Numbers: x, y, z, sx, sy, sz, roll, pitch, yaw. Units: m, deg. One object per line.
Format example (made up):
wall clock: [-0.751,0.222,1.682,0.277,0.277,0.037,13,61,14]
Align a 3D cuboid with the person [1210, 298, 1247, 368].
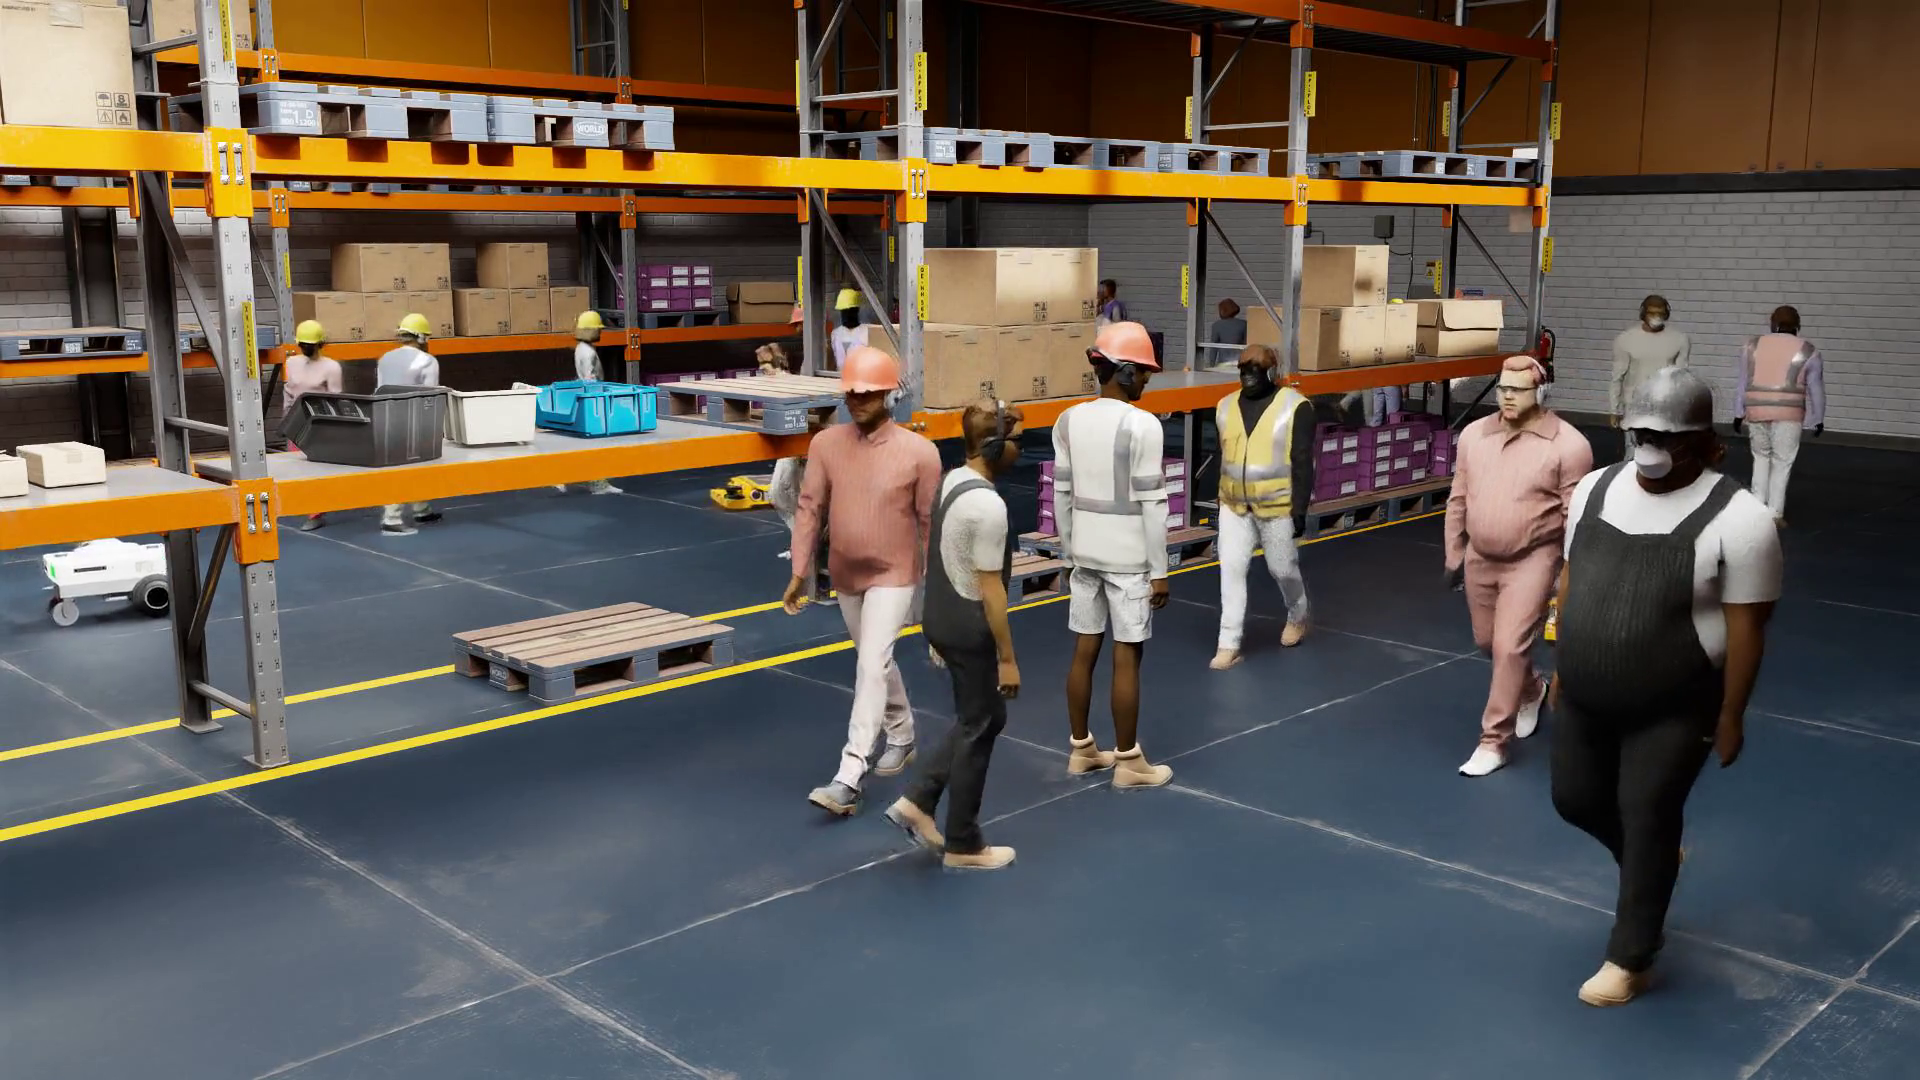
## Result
person: [3.421,-2.241,20.994,0.524,1.617,0.408,1,10,5]

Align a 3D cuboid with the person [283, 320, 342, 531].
person: [-5.272,-0.936,13.579,0.592,1.727,0.494,3,11,15]

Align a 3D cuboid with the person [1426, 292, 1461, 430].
person: [5.045,-1.699,17.386,0.406,1.872,0.577,5,12,26]

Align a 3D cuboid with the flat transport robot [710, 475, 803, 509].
flat transport robot: [-1.480,-0.465,15.008,1.431,0.197,0.652,-4,11,-21]

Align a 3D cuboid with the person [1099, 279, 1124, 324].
person: [1.922,-2.579,22.345,0.891,1.802,0.583,0,10,0]

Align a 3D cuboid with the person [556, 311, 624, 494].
person: [-3.471,-1.251,15.337,0.612,1.723,0.486,-3,11,-18]

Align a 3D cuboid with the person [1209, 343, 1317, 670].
person: [1.732,-0.212,9.436,0.629,1.819,0.848,7,12,33]

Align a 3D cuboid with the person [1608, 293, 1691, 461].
person: [5.855,-1.135,14.165,0.654,1.920,0.429,2,11,10]

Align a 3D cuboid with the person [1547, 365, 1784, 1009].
person: [2.212,0.431,5.292,0.701,2.000,0.684,-7,13,-34]

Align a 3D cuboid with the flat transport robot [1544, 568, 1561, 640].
flat transport robot: [4.001,0.402,10.280,0.652,0.197,1.431,4,11,22]

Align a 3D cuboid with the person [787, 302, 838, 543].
person: [-1.146,-0.922,13.080,0.447,1.906,0.560,1,10,5]

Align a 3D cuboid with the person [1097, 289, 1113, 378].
person: [1.444,-1.709,17.460,0.891,1.862,0.653,-4,11,-19]

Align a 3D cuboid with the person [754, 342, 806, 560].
person: [-1.295,-0.655,12.352,0.405,1.617,0.534,-3,11,-17]

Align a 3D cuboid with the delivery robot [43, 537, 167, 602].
delivery robot: [-5.375,0.173,10.499,0.707,0.478,0.477,-7,12,-33]

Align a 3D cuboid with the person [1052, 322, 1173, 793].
person: [0.681,0.076,7.244,0.393,2.036,0.605,-9,14,-41]

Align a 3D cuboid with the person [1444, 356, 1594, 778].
person: [2.555,0.088,7.612,0.871,1.882,0.657,-9,14,-41]

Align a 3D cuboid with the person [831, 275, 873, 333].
person: [-1.322,-2.318,20.627,0.494,1.926,0.633,-10,14,-43]

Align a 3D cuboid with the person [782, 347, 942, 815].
person: [-0.400,0.153,7.098,0.605,1.936,1.044,5,12,27]

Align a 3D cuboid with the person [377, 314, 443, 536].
person: [-4.499,-0.941,13.549,0.612,1.777,0.787,6,12,28]

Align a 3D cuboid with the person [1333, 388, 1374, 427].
person: [4.935,-2.266,20.323,0.708,1.924,0.631,7,13,35]

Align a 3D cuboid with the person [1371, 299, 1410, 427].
person: [4.384,-1.561,16.907,0.315,1.767,0.535,-5,12,-27]

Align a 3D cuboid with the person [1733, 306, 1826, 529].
person: [6.757,-1.009,13.710,0.540,1.827,0.649,-10,14,-43]

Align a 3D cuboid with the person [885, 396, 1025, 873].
person: [0.030,0.375,6.180,0.442,1.826,0.550,-3,11,-16]

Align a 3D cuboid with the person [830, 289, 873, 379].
person: [-0.956,-1.425,15.775,0.602,1.911,0.677,7,12,33]
